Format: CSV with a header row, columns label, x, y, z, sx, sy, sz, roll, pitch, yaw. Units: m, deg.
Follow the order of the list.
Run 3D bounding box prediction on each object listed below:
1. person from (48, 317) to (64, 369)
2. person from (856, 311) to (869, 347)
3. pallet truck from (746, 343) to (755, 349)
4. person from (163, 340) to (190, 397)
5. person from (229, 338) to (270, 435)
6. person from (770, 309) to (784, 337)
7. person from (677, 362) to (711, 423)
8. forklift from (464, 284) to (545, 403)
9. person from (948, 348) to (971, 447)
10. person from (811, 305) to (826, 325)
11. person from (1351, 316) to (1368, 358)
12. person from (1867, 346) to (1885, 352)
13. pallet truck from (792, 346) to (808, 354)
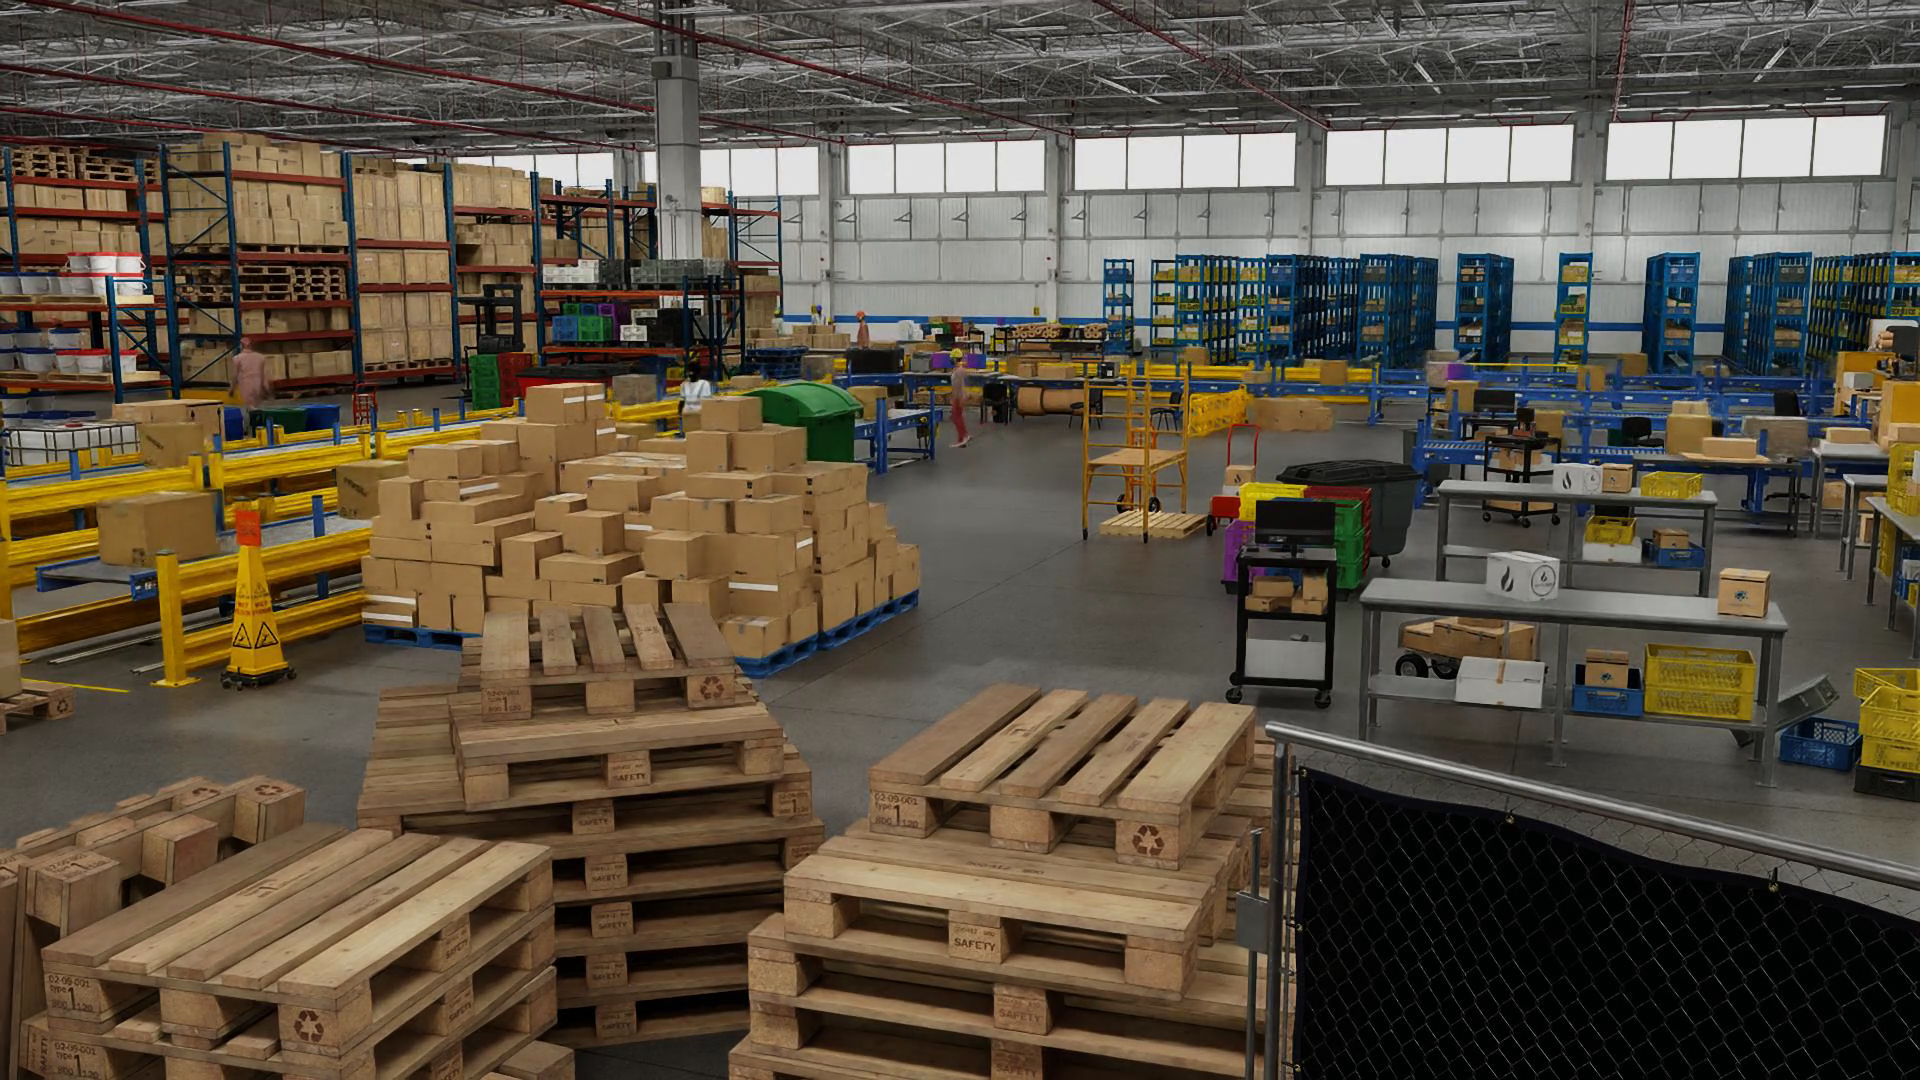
label,x,y,z,sx,sy,sz,roll,pitch,yaw
person,-24.813,-5.183,45.778,0.546,1.880,1.056,5,10,28
person,-2.866,-5.719,48.798,0.391,1.986,0.609,-1,9,-4
pallet truck,-6.183,-4.618,44.264,1.601,1.201,0.680,-9,12,-43
person,-19.414,-4.317,41.150,0.530,1.601,0.744,4,10,24
person,-13.386,-2.854,31.237,1.047,1.844,0.668,6,11,33
person,-6.890,-7.827,62.760,0.537,1.755,0.396,4,10,23
person,-4.213,-1.950,26.121,0.550,1.664,0.764,4,10,24
forklift,-10.832,-4.702,39.610,1.129,2.768,1.873,3,10,20
person,-0.048,-2.488,29.222,0.375,1.758,0.523,-1,9,-7
person,-5.146,-7.591,60.672,0.610,1.947,0.388,-6,11,-32
person,14.644,-7.581,61.066,0.685,1.809,0.398,3,10,18
person,21.160,-4.036,38.479,0.408,1.908,0.642,4,10,26
pallet truck,-3.705,-4.298,42.022,0.653,1.274,1.630,3,10,20
